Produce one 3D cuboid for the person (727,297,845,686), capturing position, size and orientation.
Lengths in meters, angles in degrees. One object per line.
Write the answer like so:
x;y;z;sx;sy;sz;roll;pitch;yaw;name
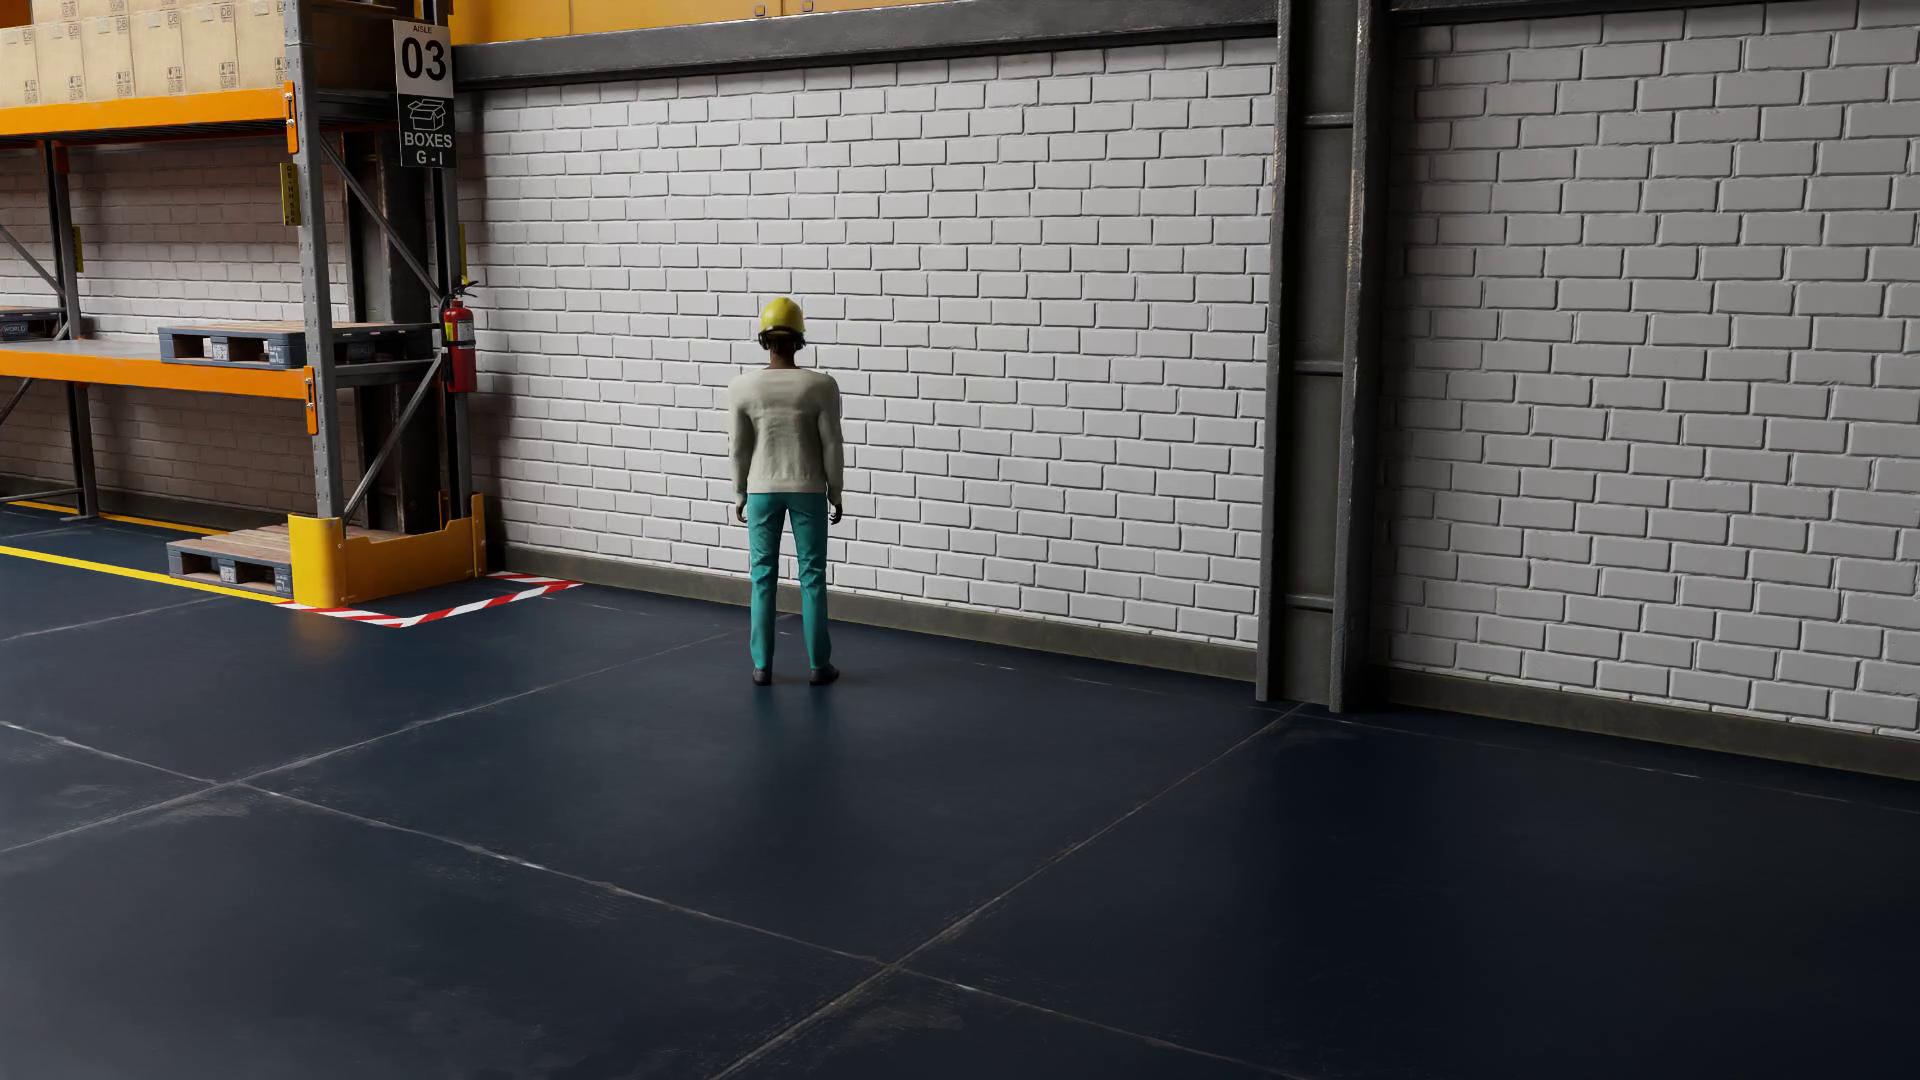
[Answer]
-0.783;-0.209;7.544;0.525;1.772;0.305;0;10;2;person
